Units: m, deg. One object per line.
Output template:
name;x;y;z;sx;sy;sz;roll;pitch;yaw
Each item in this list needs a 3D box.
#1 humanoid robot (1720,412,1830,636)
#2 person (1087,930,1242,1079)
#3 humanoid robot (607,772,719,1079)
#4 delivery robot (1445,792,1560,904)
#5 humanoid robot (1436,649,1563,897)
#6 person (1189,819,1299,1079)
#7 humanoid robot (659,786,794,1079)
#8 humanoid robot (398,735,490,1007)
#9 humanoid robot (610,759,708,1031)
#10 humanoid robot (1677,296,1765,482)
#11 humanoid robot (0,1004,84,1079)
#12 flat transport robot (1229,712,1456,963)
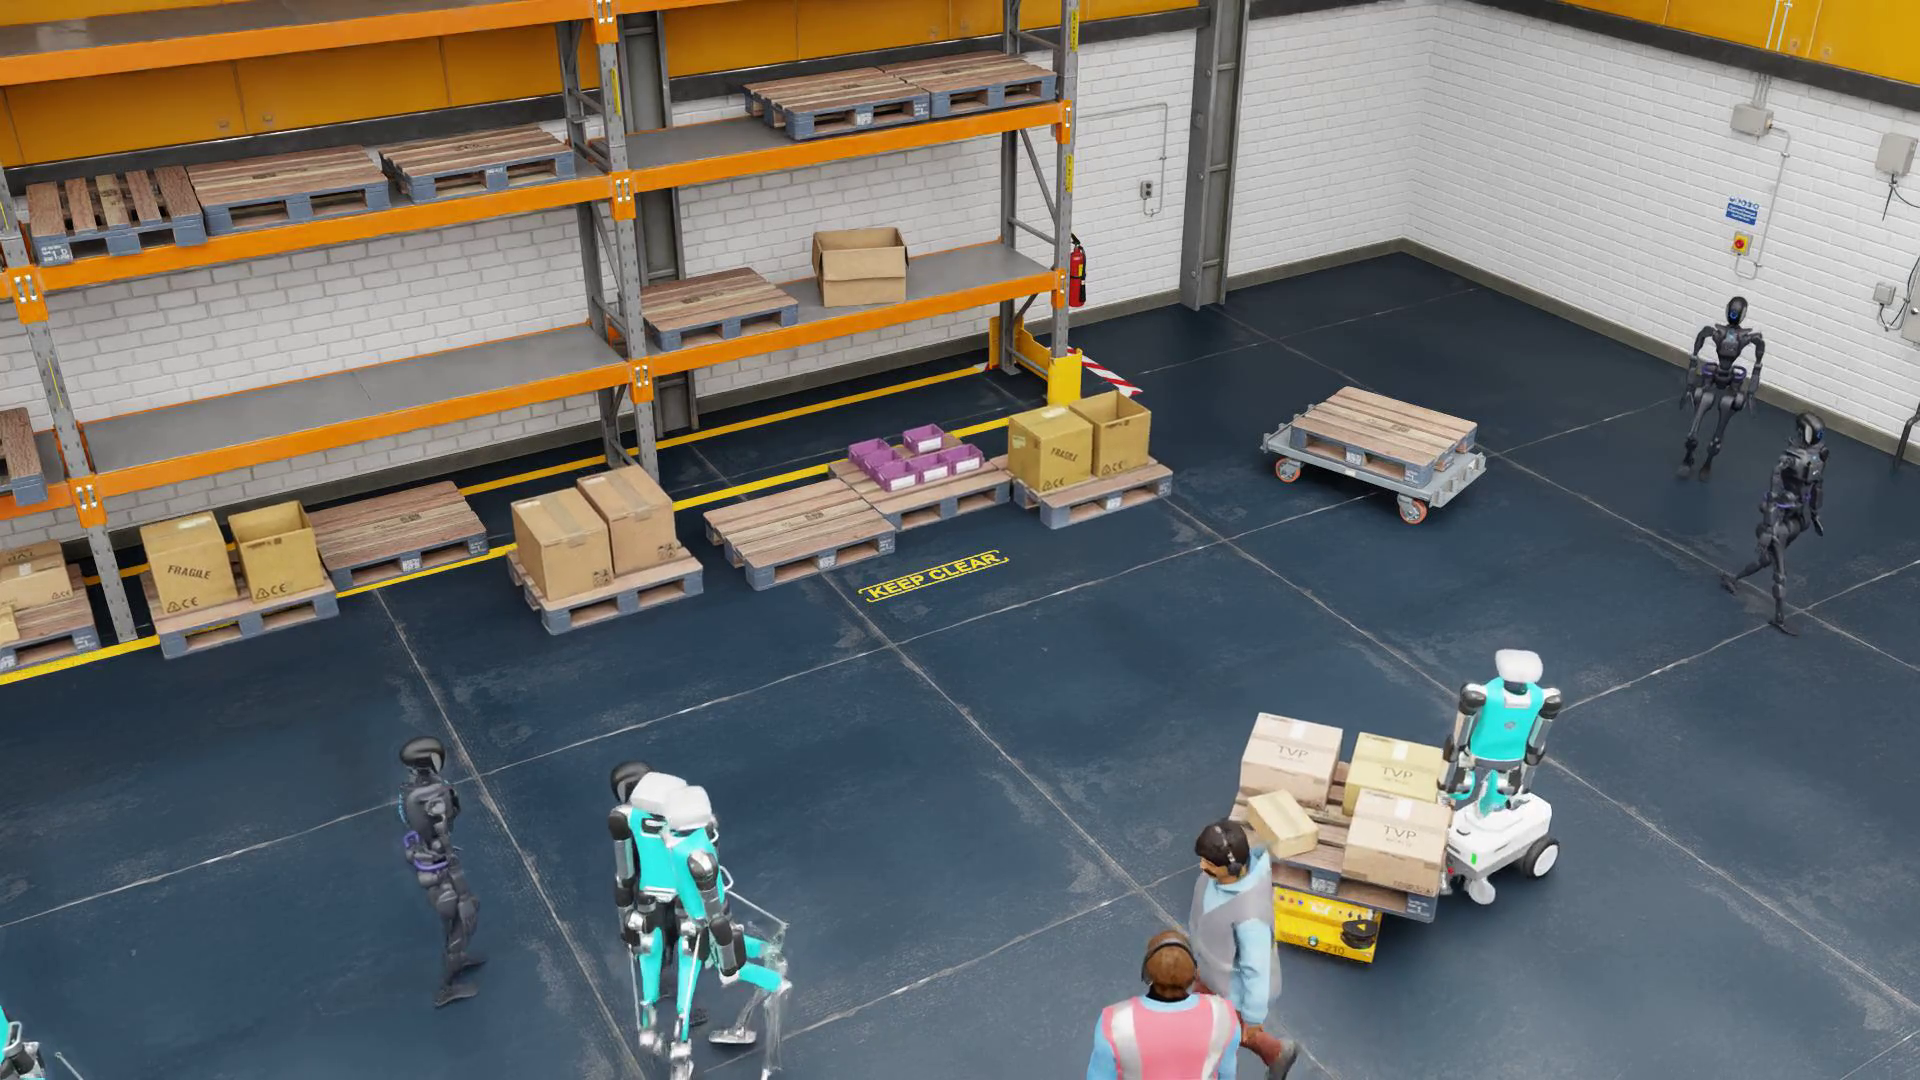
humanoid robot;5.900;-0.177;11.922;0.588;1.653;0.771;-15;33;-24
person;0.848;2.421;7.102;0.643;1.834;0.431;-4;30;-6
humanoid robot;-1.428;2.037;7.939;0.530;1.842;0.728;4;30;7
delivery robot;3.095;1.716;9.639;0.754;0.587;0.524;-19;34;-29
humanoid robot;2.887;1.278;9.263;0.553;1.807;0.741;1;29;1
person;1.319;2.039;7.763;0.660;1.843;0.557;-6;30;-11
humanoid robot;-1.055;1.889;8.124;0.711;1.775;0.537;-15;33;-24
humanoid robot;-2.639;1.685;8.560;0.458;1.644;0.607;-17;34;-28
humanoid robot;-1.550;1.804;8.374;0.416;1.654;0.609;-12;32;-20
humanoid robot;6.299;-1.244;13.752;0.590;1.644;0.355;13;32;21
humanoid robot;-3.965;2.399;7.253;0.896;1.782;0.542;-10;31;-17
flat transport robot;2.186;1.855;9.691;0.659;0.231;1.431;10;31;18
